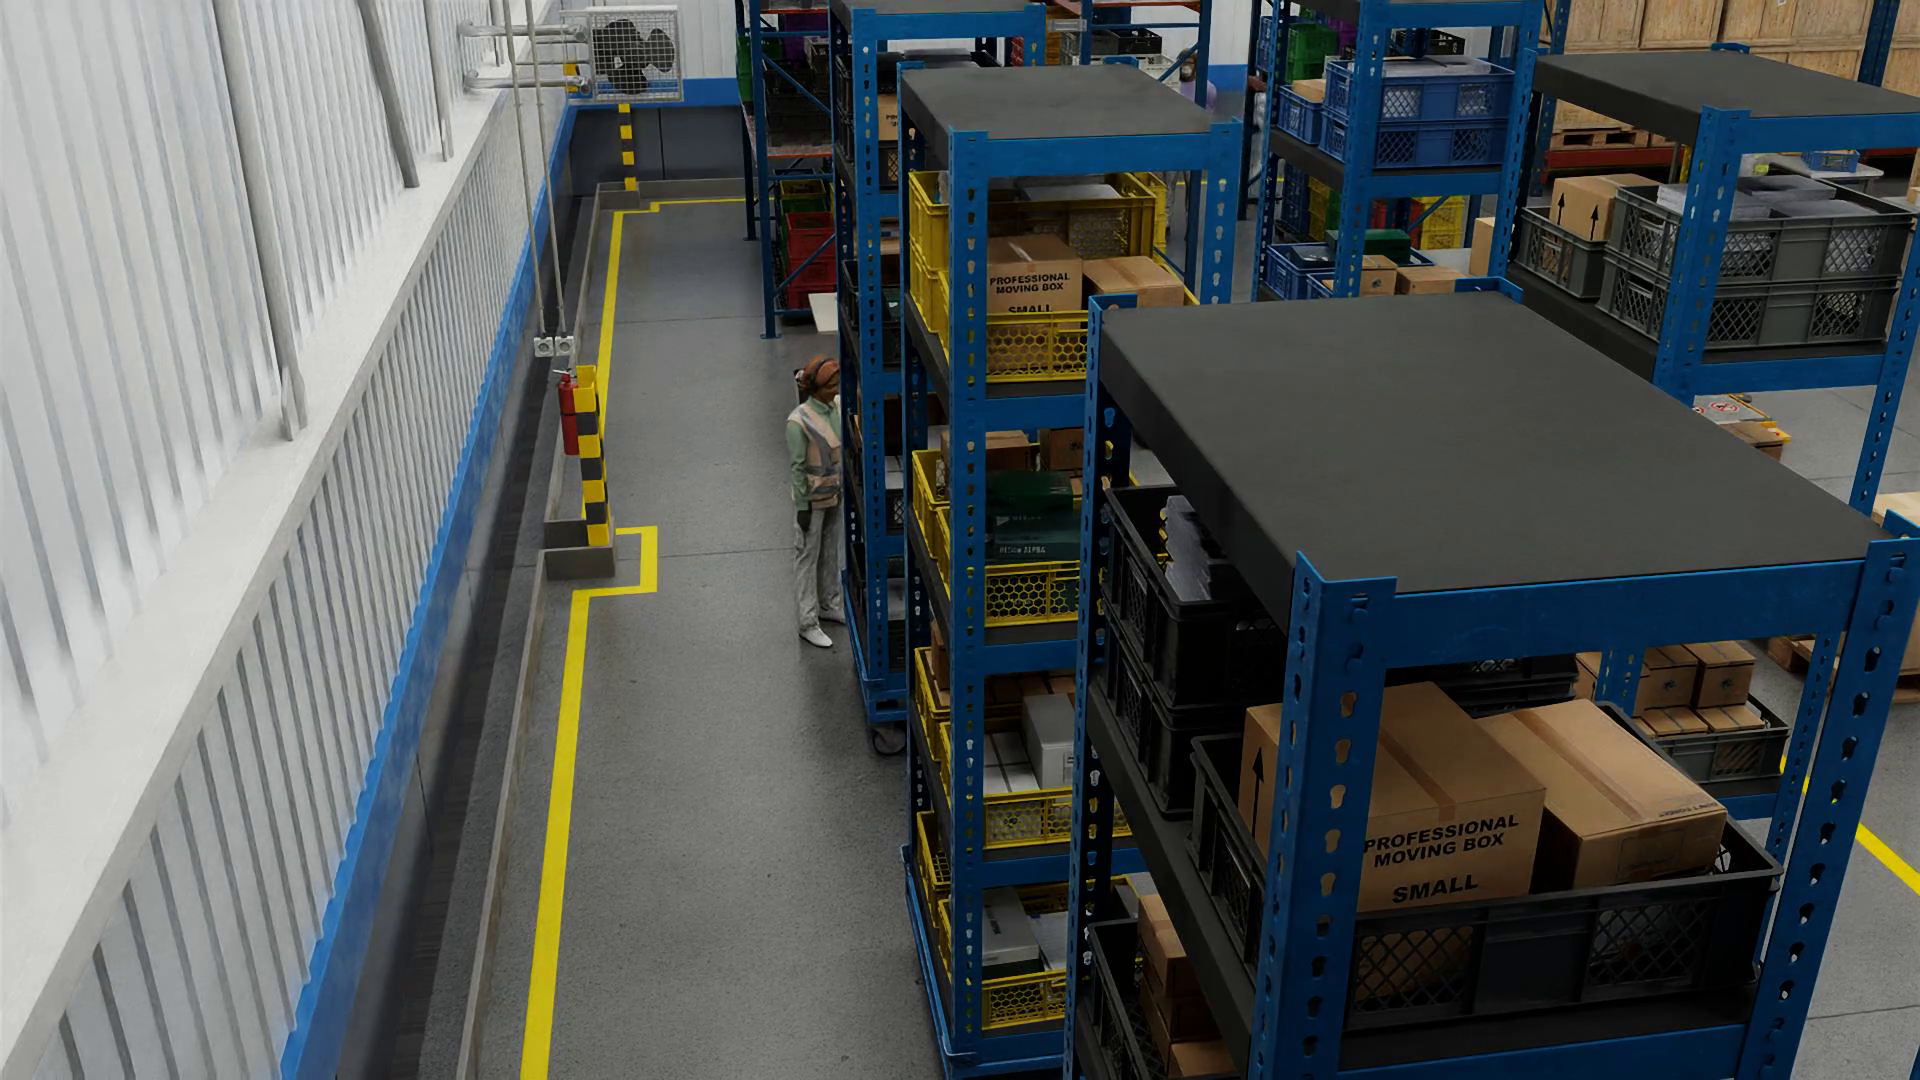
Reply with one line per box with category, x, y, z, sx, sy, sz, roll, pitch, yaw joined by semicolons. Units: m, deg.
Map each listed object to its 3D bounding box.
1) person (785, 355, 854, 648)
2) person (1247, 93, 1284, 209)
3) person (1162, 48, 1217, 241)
person;-0.757;-0.229;9.134;0.310;1.640;0.514;13;28;25
person;3.522;-4.548;18.261;0.676;1.857;0.614;-6;25;-13
person;2.292;-4.061;17.113;0.631;1.940;0.369;7;26;16
